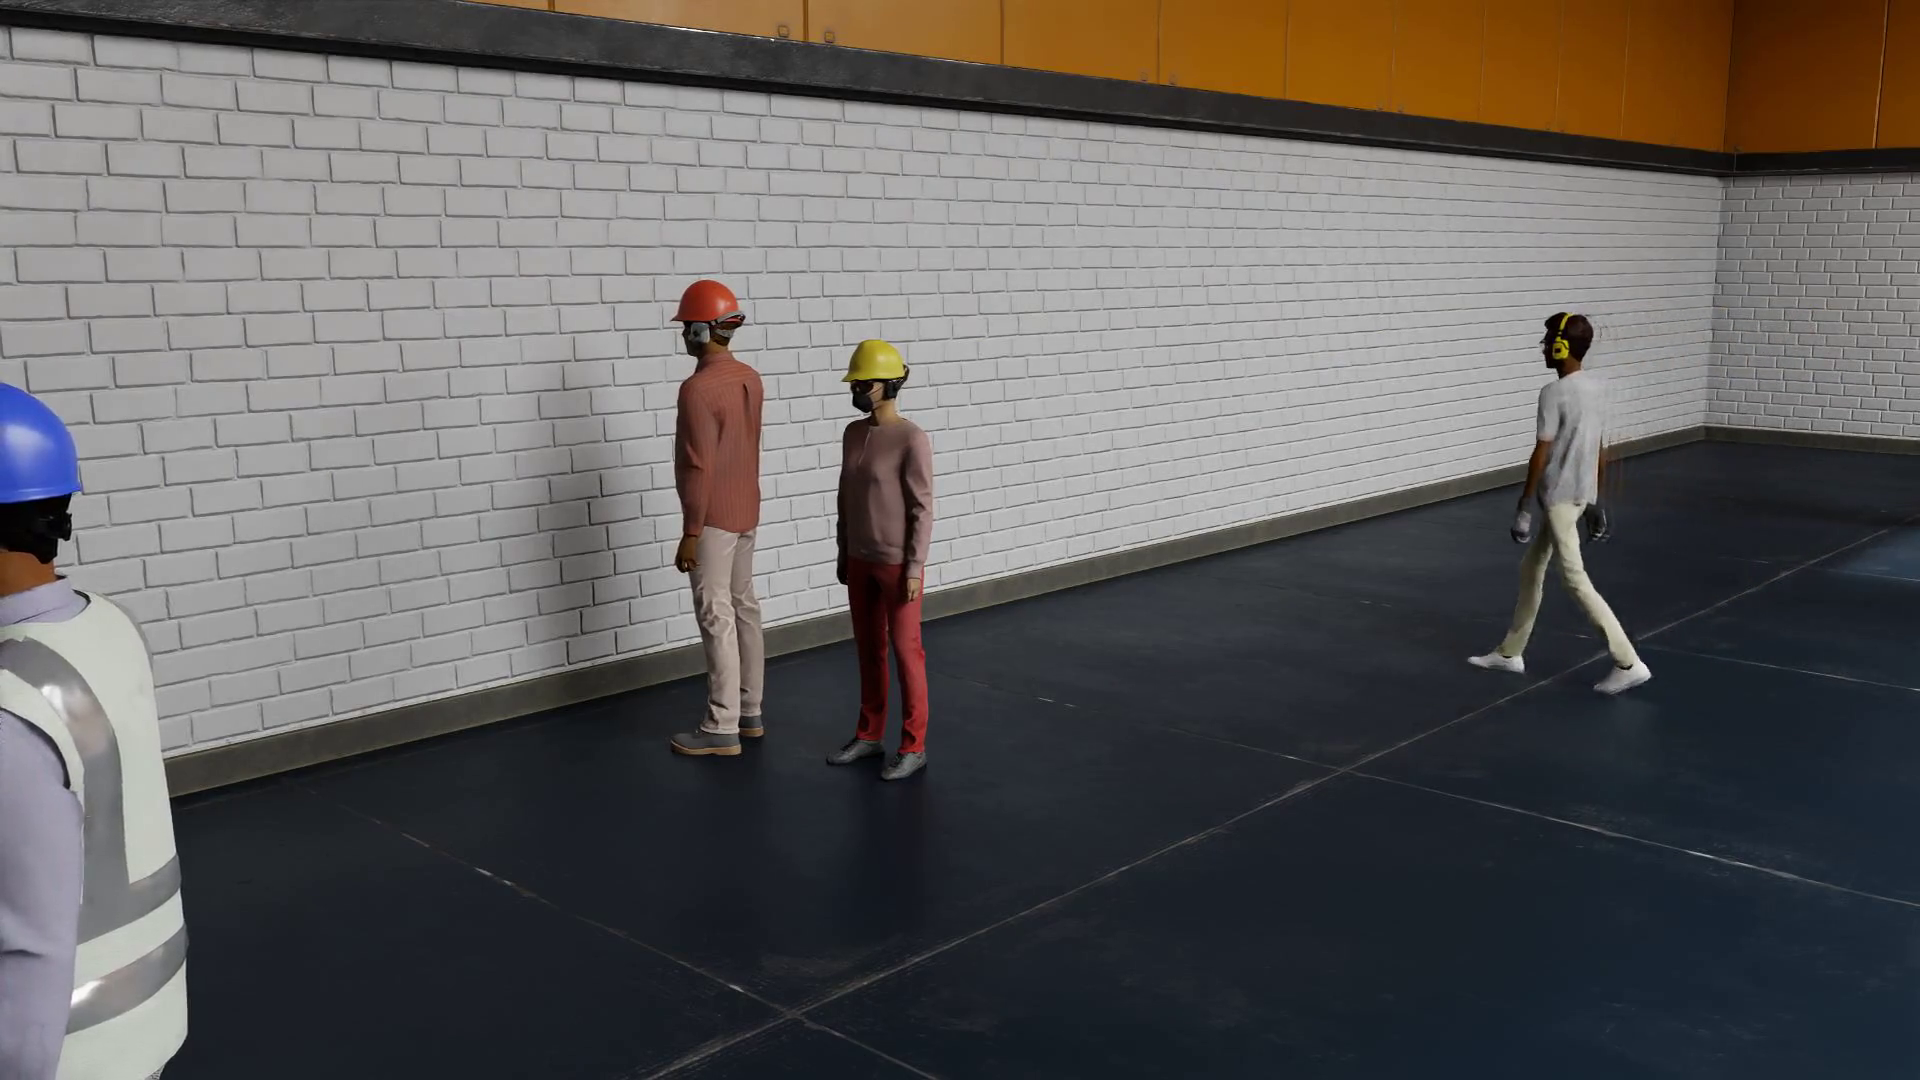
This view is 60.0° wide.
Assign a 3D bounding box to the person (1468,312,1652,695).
[{"bbox_3d":[2.942,-0.179,8.034,0.531,1.835,0.957,-9,13,-42],"label":"person"}]

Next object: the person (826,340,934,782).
[{"bbox_3d":[-0.324,0.080,6.708,0.313,1.768,0.528,-9,14,-43],"label":"person"}]

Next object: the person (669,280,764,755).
[{"bbox_3d":[-1.029,-0.092,7.034,0.381,1.994,0.622,3,10,16],"label":"person"}]

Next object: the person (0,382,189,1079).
[{"bbox_3d":[-1.347,0.733,2.473,0.387,1.948,0.601,-3,10,-16],"label":"person"}]
